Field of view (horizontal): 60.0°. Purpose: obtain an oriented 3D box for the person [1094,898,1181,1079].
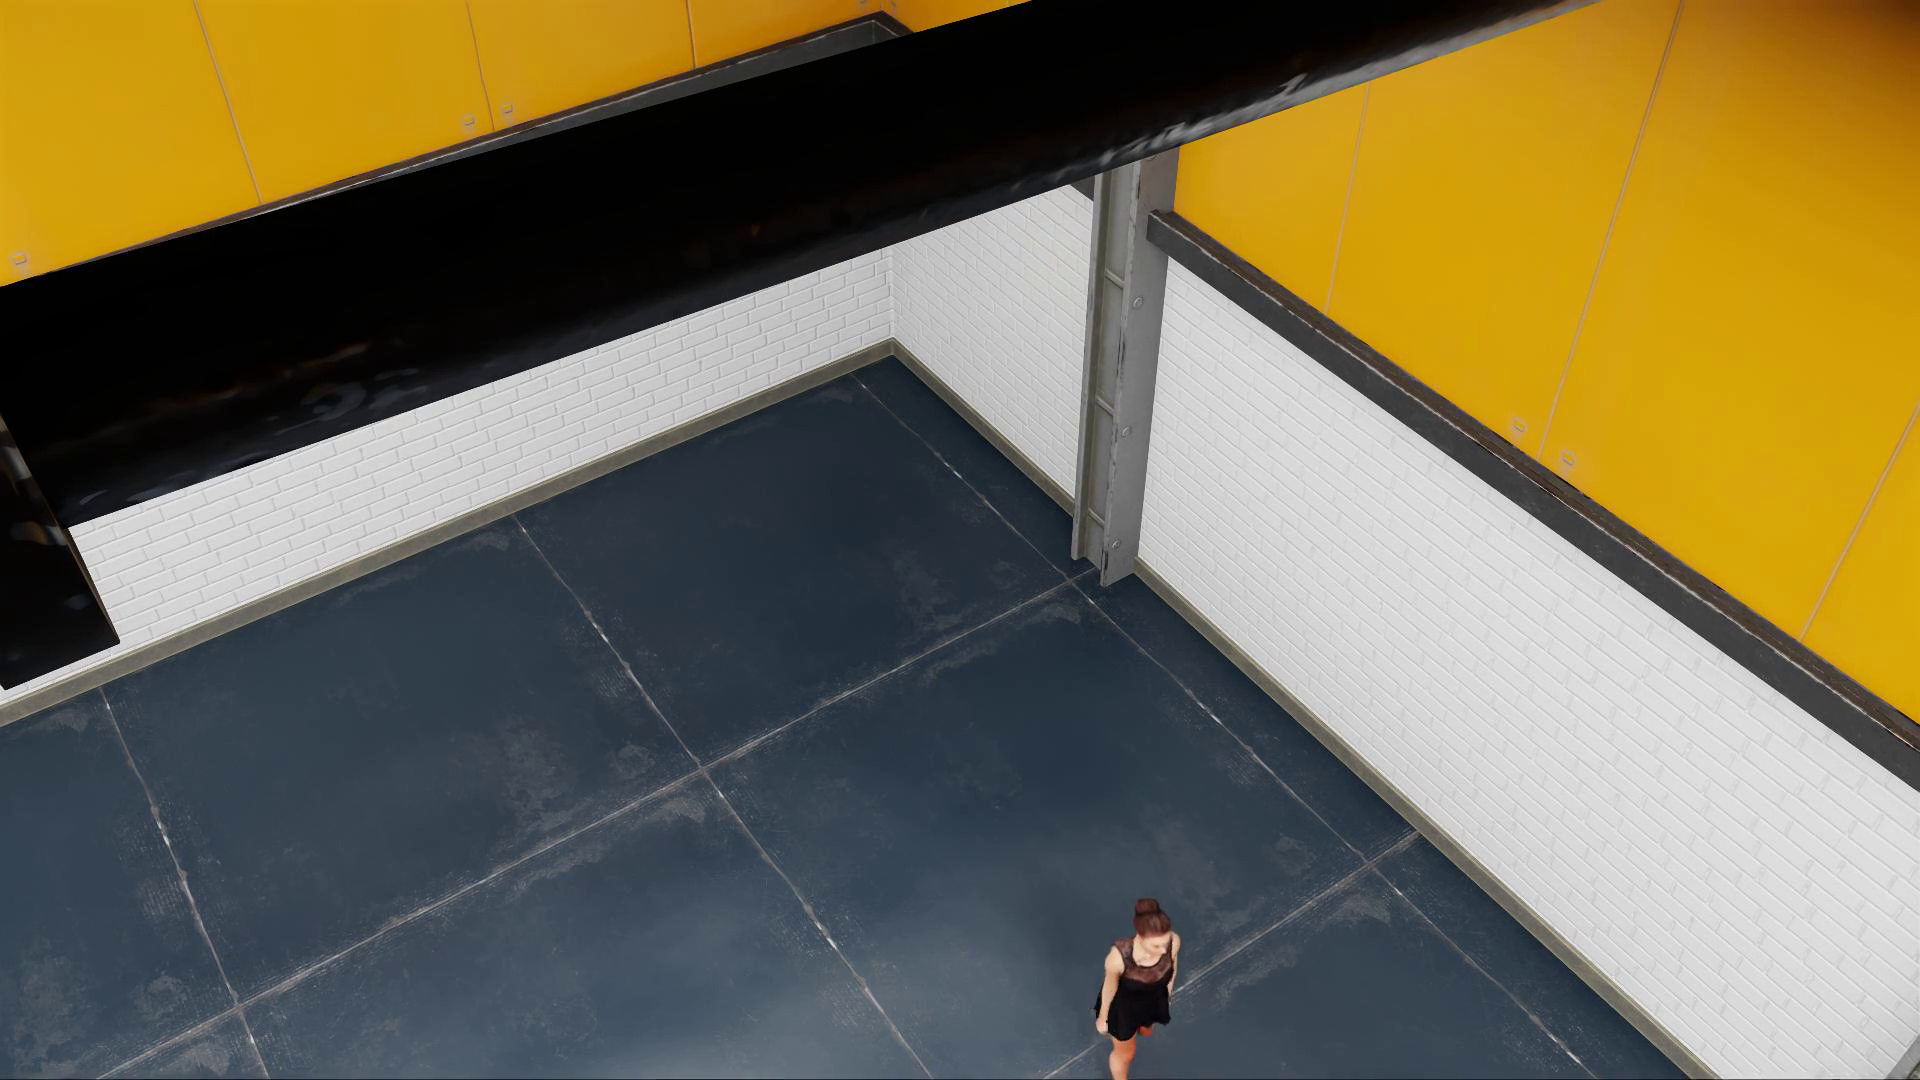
[{"bbox_3d":[0.884,2.311,8.666,0.752,1.659,0.985,-11,45,-12],"label":"person"}]
